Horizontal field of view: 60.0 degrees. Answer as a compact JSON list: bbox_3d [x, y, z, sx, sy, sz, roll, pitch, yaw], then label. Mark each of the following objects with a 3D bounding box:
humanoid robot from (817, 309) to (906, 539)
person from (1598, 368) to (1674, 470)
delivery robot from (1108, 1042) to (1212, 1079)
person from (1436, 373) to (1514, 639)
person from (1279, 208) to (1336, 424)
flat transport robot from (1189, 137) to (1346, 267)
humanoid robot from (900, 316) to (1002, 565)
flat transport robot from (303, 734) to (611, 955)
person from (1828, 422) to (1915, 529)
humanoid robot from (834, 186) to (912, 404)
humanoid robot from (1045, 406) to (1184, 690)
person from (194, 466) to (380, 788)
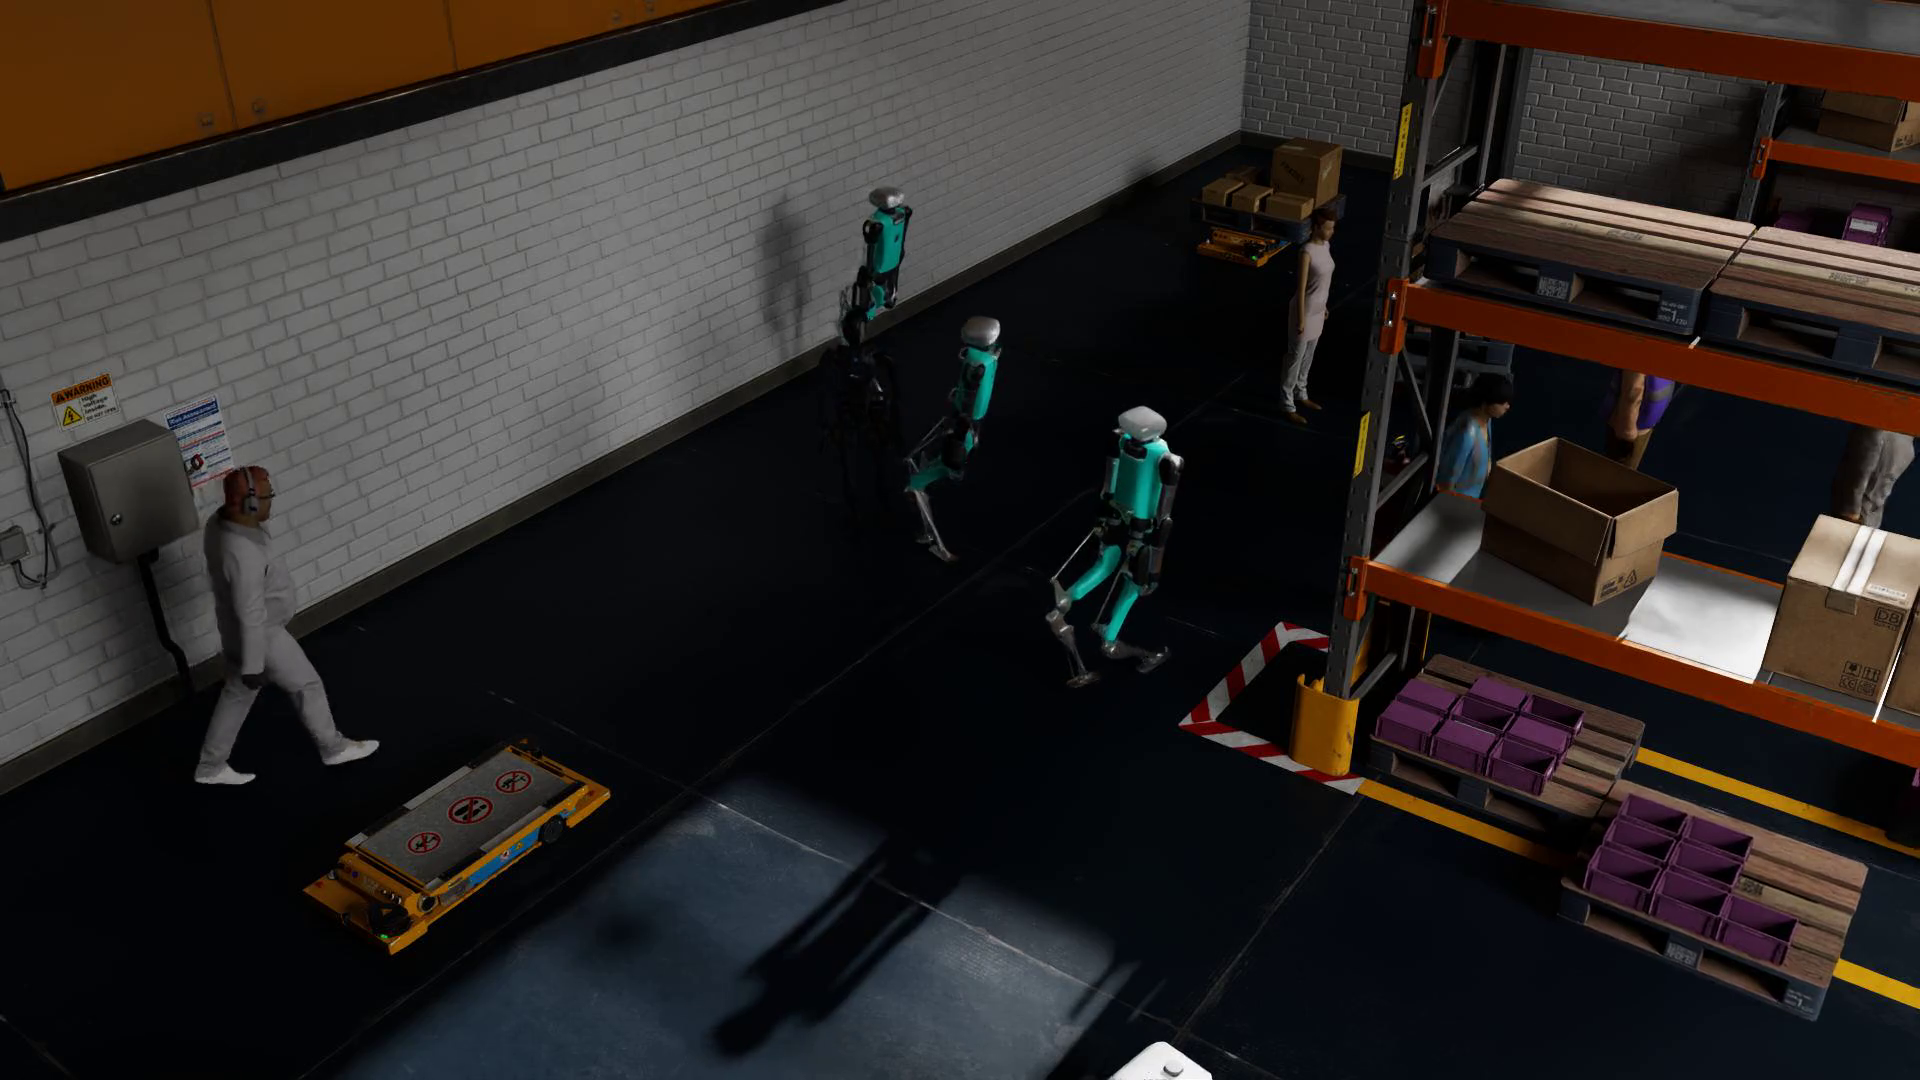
[{"bbox_3d":[-0.644,-0.773,10.980,0.591,1.648,0.383,2,30,3],"label":"humanoid robot"},{"bbox_3d":[4.334,-0.773,10.717,0.410,1.931,0.531,19,35,30],"label":"person"},{"bbox_3d":[0.703,2.359,6.666,0.770,0.599,0.505,-26,39,-37],"label":"delivery robot"},{"bbox_3d":[3.007,-0.233,10.006,0.959,1.707,0.513,12,32,21],"label":"person"},{"bbox_3d":[2.656,-1.710,12.614,0.286,1.658,0.442,19,35,30],"label":"person"},{"bbox_3d":[2.944,-3.013,16.266,0.659,0.231,1.431,19,35,30],"label":"flat transport robot"},{"bbox_3d":[-0.148,-0.620,10.662,0.841,1.784,0.610,7,31,12],"label":"humanoid robot"},{"bbox_3d":[-2.526,1.502,8.434,0.659,0.231,1.431,19,35,30],"label":"flat transport robot"},{"bbox_3d":[5.413,-0.281,9.983,0.403,1.822,0.530,26,39,37],"label":"person"},{"bbox_3d":[-0.783,-1.908,12.893,0.848,1.766,0.538,17,34,27],"label":"humanoid robot"},{"bbox_3d":[0.825,0.137,9.325,0.950,1.745,0.531,-22,37,-33],"label":"humanoid robot"},{"bbox_3d":[-3.686,0.484,8.621,0.905,1.857,0.646,-20,36,-31],"label":"person"}]
